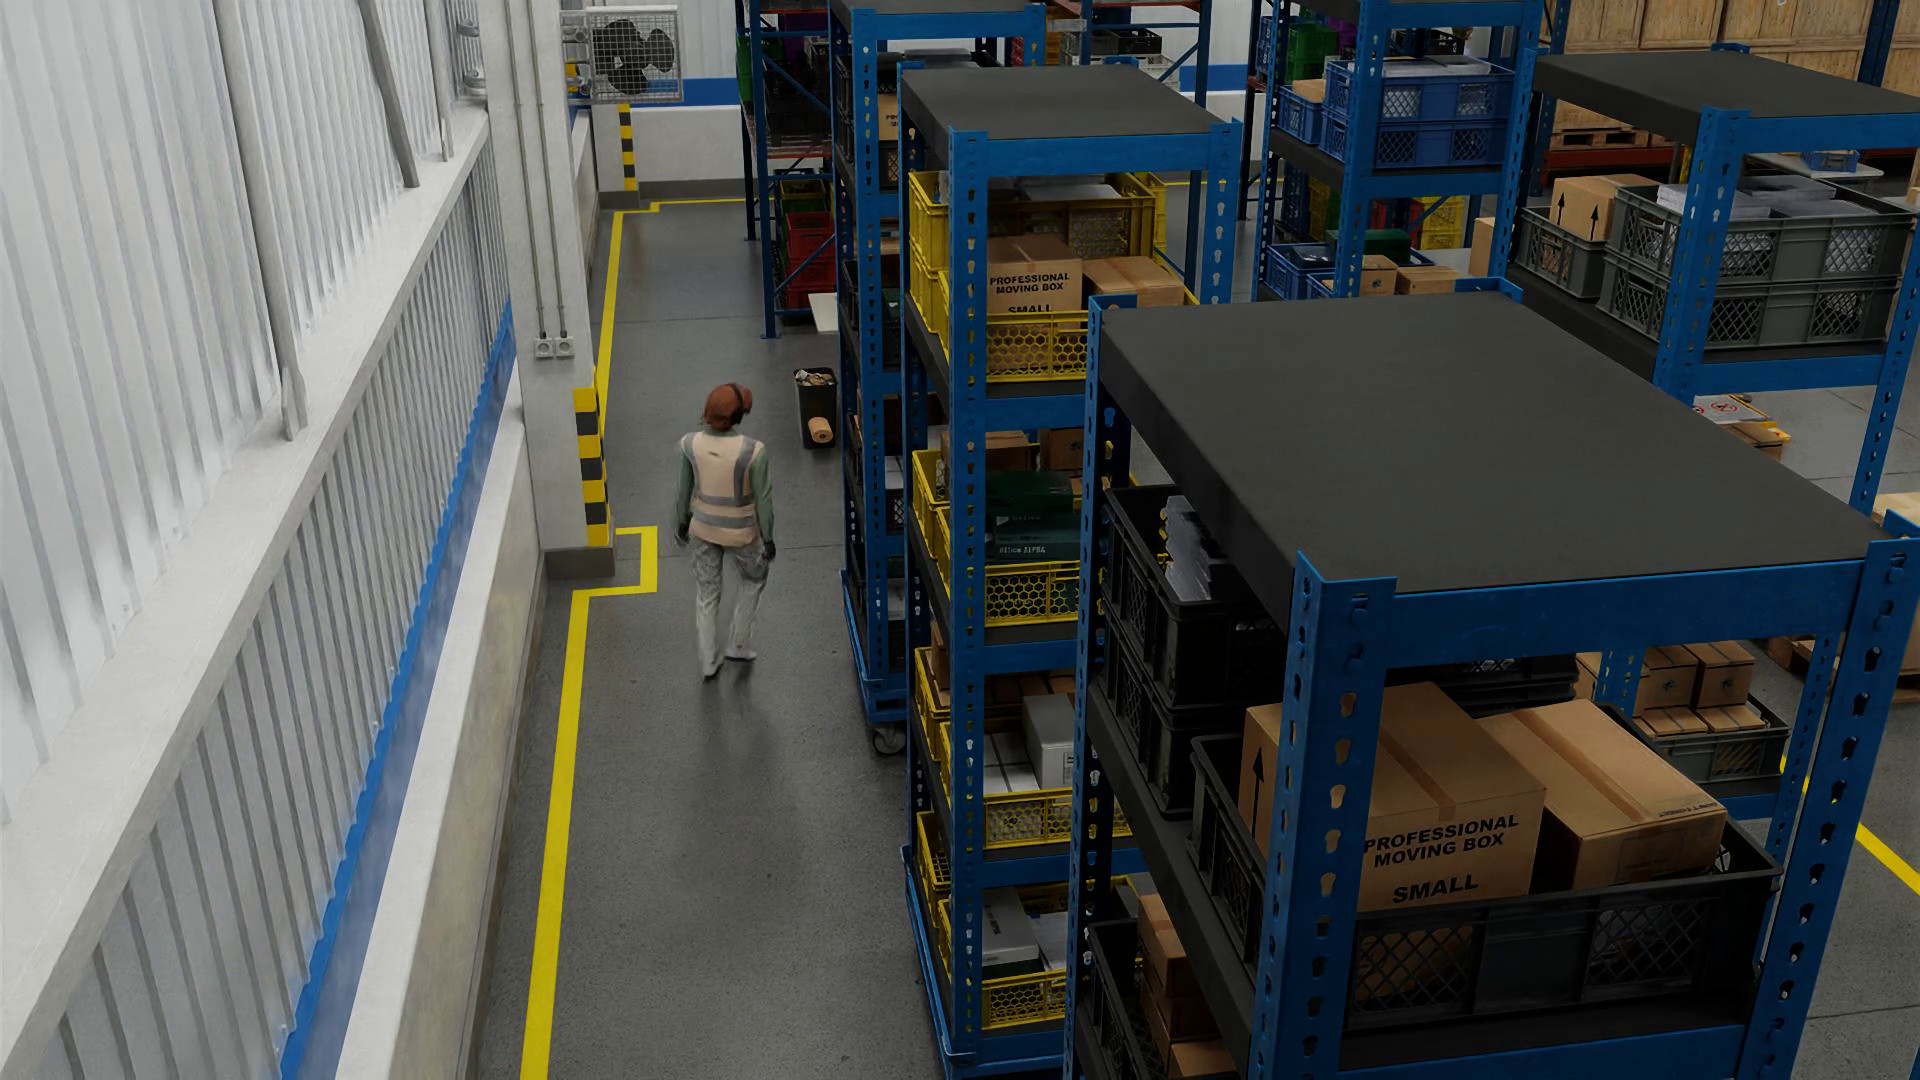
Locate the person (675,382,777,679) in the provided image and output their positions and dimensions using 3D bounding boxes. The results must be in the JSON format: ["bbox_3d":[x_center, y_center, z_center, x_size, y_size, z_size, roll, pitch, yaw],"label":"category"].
[{"bbox_3d":[-1.232,-0.036,8.732,0.622,1.618,0.447,8,26,17],"label":"person"}]

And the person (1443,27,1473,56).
[{"bbox_3d":[5.721,-5.097,19.366,0.373,1.940,0.628,-4,25,-10],"label":"person"}]

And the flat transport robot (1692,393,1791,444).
[{"bbox_3d":[5.224,-0.859,12.132,1.431,0.197,0.652,-4,25,-8],"label":"flat transport robot"}]
